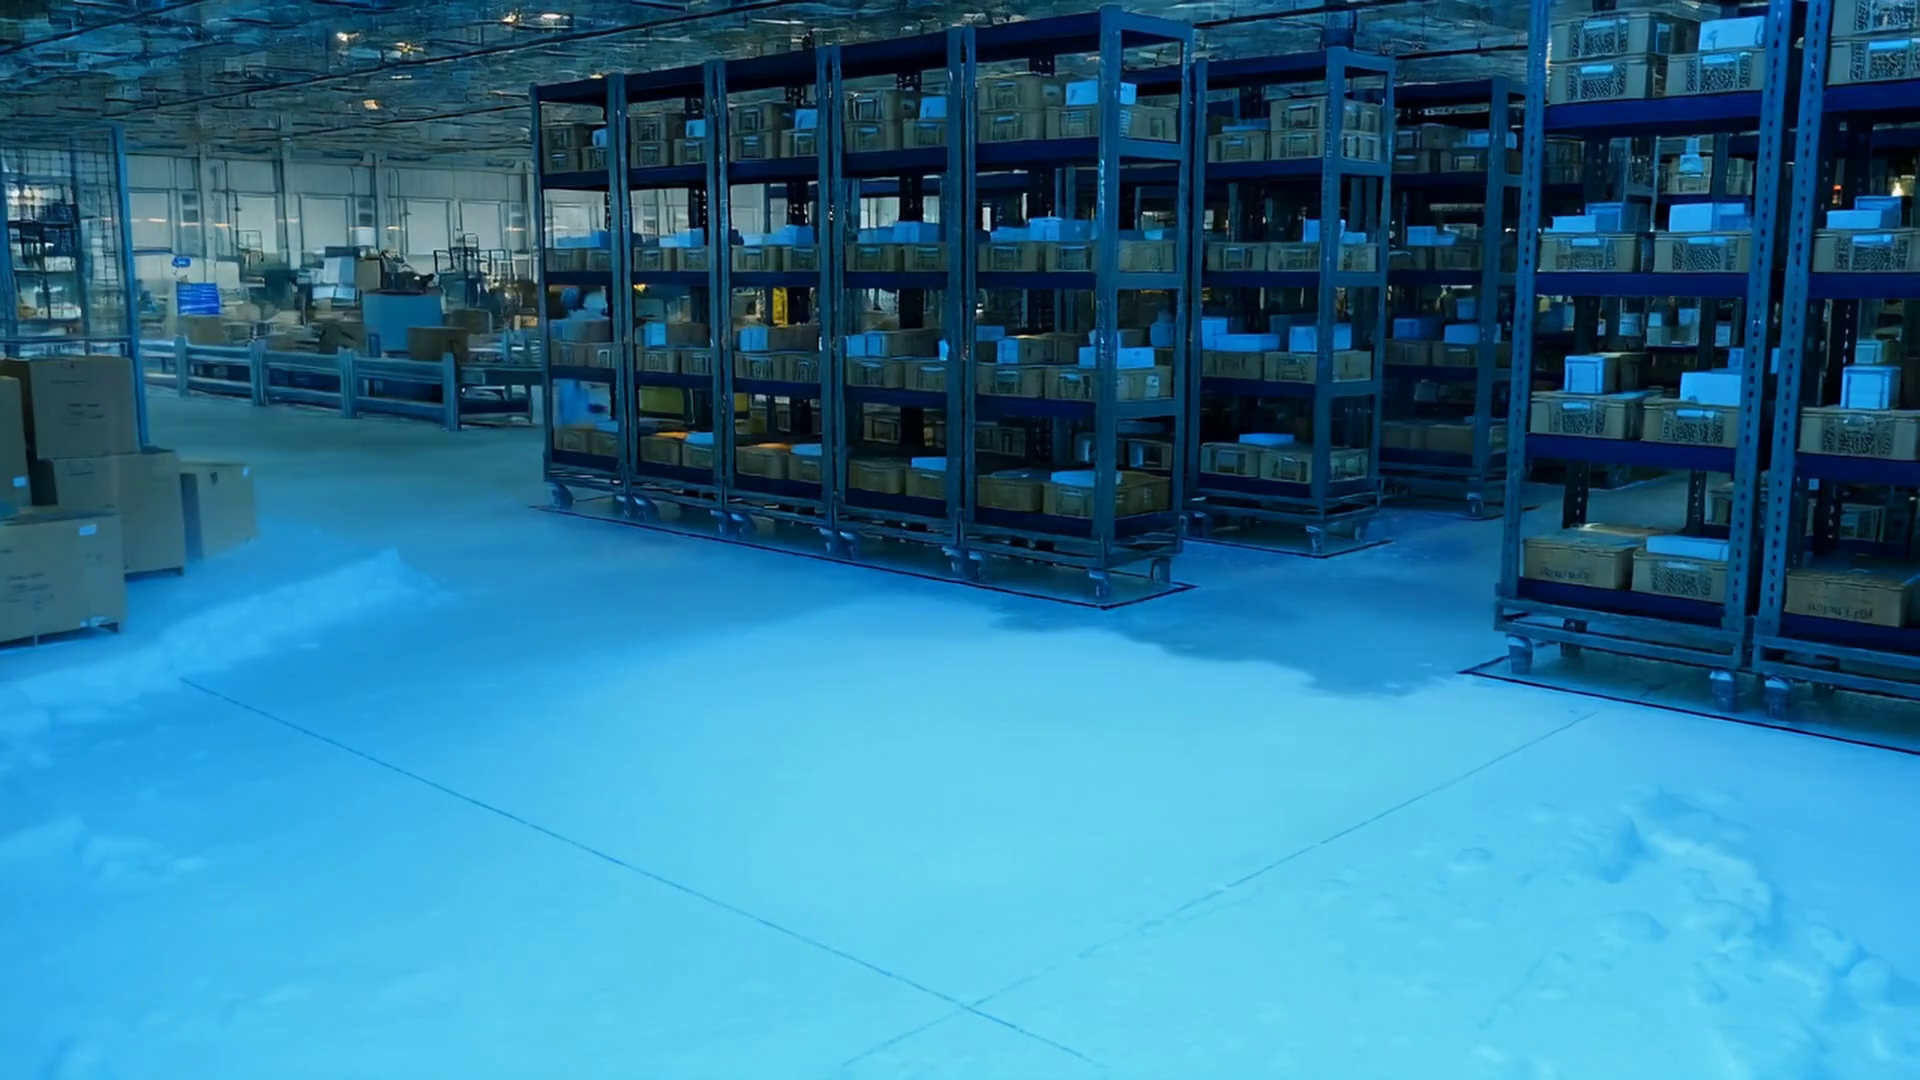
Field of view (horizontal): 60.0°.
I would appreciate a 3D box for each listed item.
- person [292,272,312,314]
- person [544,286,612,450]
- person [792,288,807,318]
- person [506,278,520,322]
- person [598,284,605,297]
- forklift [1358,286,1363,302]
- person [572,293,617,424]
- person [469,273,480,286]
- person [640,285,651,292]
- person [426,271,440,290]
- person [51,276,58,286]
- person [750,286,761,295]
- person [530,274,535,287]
[{"bbox_3d":[-24.586,-9.073,62.142,0.687,2.000,0.535,-4,10,-25],"label":"person"},{"bbox_3d":[-4.306,-1.936,18.868,0.797,1.884,0.643,1,9,8],"label":"person"},{"bbox_3d":[-3.709,-5.024,38.237,0.523,1.736,0.792,2,9,13],"label":"person"},{"bbox_3d":[-17.478,-9.394,65.111,0.526,1.712,0.946,-2,10,-14],"label":"person"},{"bbox_3d":[-13.110,-8.634,60.648,0.881,1.652,0.545,-2,9,-13],"label":"person"},{"bbox_3d":[11.100,-7.017,46.970,1.873,2.768,1.129,9,13,43],"label":"forklift"},{"bbox_3d":[-4.446,-2.110,20.243,0.928,1.787,0.602,-2,9,-9],"label":"person"},{"bbox_3d":[-19.541,-9.738,66.622,0.826,1.903,0.560,6,11,33],"label":"person"},{"bbox_3d":[-15.735,-12.397,83.029,0.972,1.879,0.599,7,12,38],"label":"person"},{"bbox_3d":[-18.736,-8.586,59.294,0.624,1.993,0.385,5,11,28],"label":"person"},{"bbox_3d":[-38.384,-10.416,70.733,0.702,1.923,0.436,0,9,1],"label":"person"},{"bbox_3d":[-9.395,-11.393,76.592,0.603,1.966,0.368,-6,11,-34],"label":"person"},{"bbox_3d":[-19.790,-11.365,76.818,0.837,1.838,0.520,-5,11,-30],"label":"person"}]
